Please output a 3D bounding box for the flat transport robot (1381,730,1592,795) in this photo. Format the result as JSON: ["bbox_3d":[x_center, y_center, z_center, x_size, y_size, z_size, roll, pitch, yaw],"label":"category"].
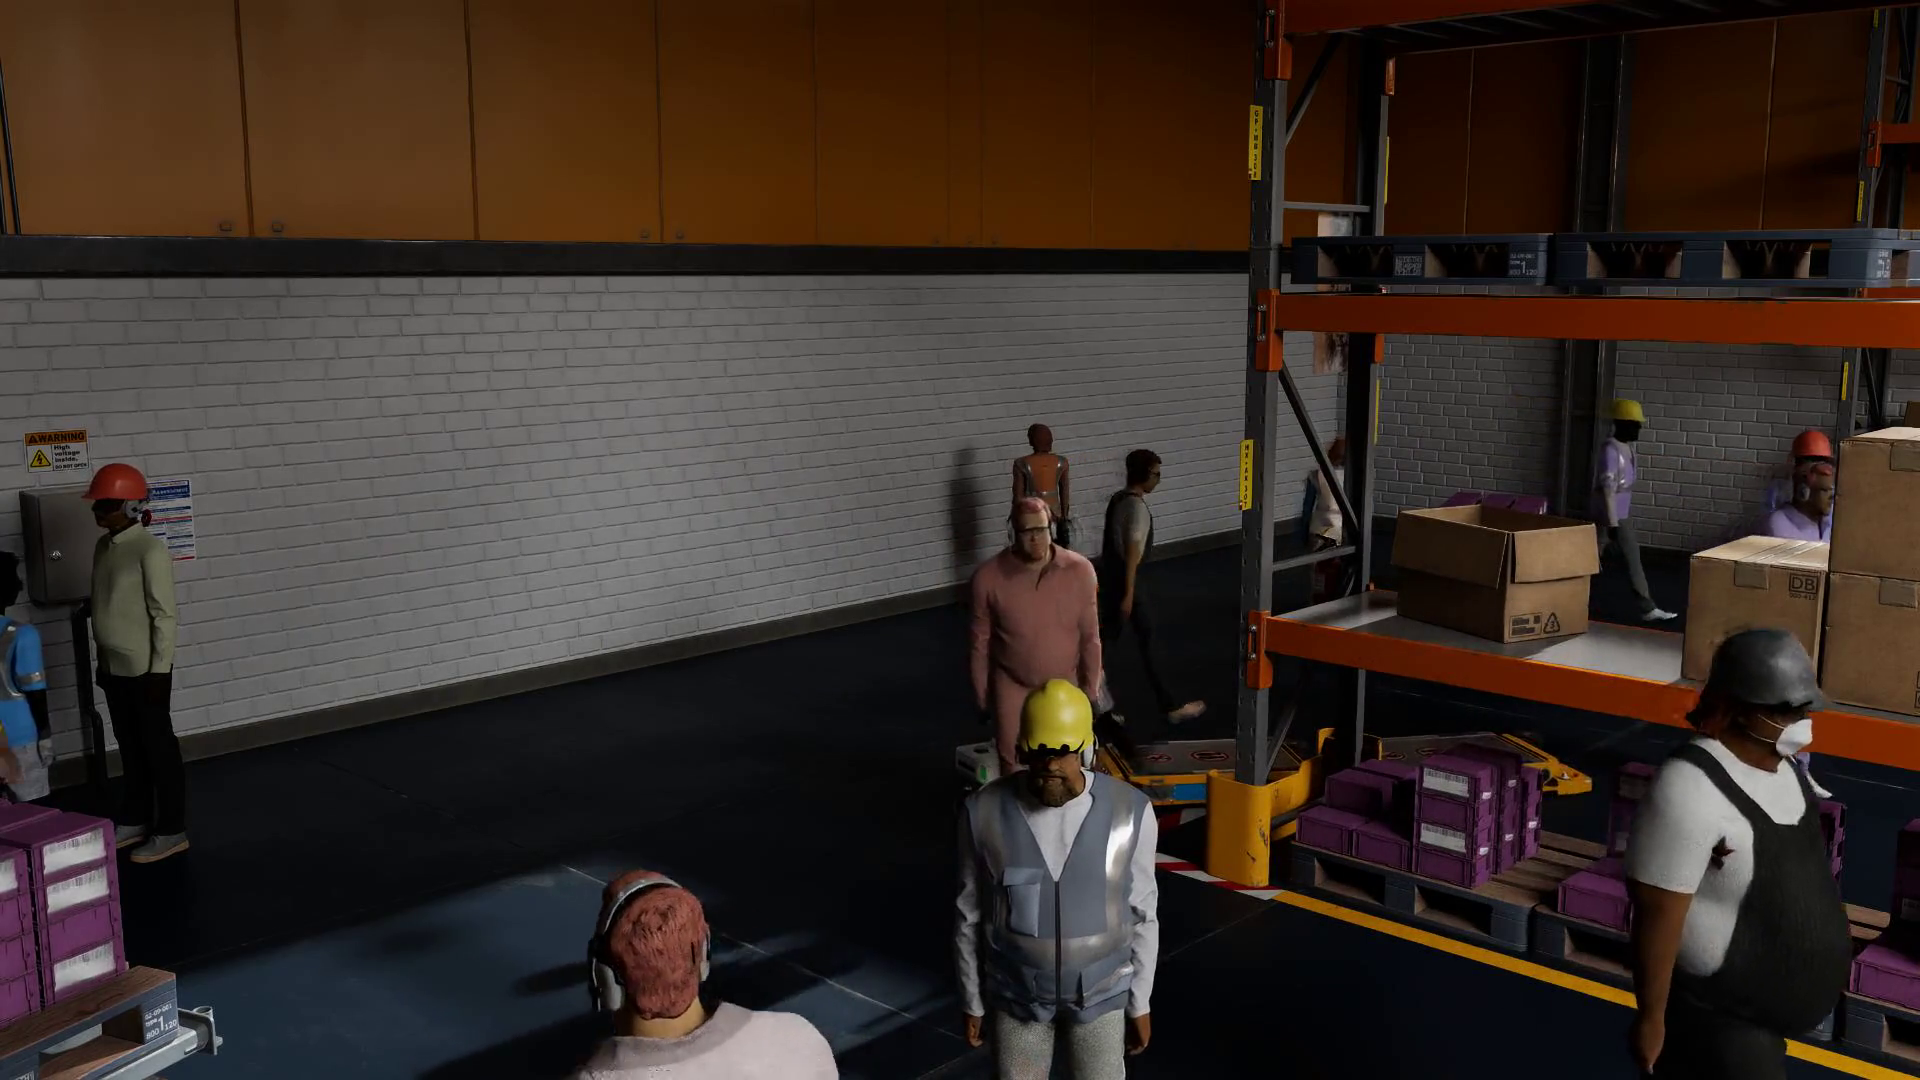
[{"bbox_3d":[2.761,1.287,9.431,1.431,0.197,0.652,-2,10,-12],"label":"flat transport robot"}]

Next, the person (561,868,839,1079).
[{"bbox_3d":[-0.491,1.529,3.064,0.638,1.872,0.894,-5,11,-29],"label":"person"}]

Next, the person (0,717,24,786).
[{"bbox_3d":[-4.121,0.934,6.861,0.439,1.824,0.569,-2,10,-15],"label":"person"}]

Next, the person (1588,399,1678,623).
[{"bbox_3d":[5.480,-0.241,13.895,1.014,1.875,0.610,8,12,39],"label":"person"}]

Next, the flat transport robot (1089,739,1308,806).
[{"bbox_3d":[1.320,1.306,9.317,1.431,0.197,0.652,-1,9,-7],"label":"flat transport robot"}]

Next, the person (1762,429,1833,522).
[{"bbox_3d":[5.467,0.236,10.834,0.584,1.914,0.604,2,9,11],"label":"person"}]

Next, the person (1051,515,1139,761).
[{"bbox_3d":[0.655,0.656,9.076,0.886,1.643,0.579,-5,11,-28],"label":"person"}]

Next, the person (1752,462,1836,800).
[{"bbox_3d":[4.646,0.489,9.356,0.645,1.891,0.587,-5,11,-29],"label":"person"}]

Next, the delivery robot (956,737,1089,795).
[{"bbox_3d":[0.338,1.189,8.880,0.707,0.478,0.477,-5,10,-28],"label":"delivery robot"}]

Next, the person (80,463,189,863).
[{"bbox_3d":[-4.146,0.606,8.333,0.611,1.997,0.375,6,11,33],"label":"person"}]

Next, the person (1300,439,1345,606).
[{"bbox_3d":[3.027,-0.036,13.501,0.547,1.576,0.867,4,10,24],"label":"person"}]

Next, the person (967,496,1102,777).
[{"bbox_3d":[0.343,0.701,8.091,0.644,1.884,0.684,-2,9,-12],"label":"person"}]

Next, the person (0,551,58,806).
[{"bbox_3d":[-4.310,0.891,7.501,0.535,1.697,0.322,3,10,18],"label":"person"}]

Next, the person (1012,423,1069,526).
[{"bbox_3d":[0.687,-0.172,14.180,0.515,1.645,0.309,-3,10,-15],"label":"person"}]

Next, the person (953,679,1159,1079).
[{"bbox_3d":[0.272,1.278,4.757,0.585,1.824,0.405,1,9,3],"label":"person"}]

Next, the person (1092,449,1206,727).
[{"bbox_3d":[1.181,0.314,10.716,0.913,1.797,0.517,-2,10,-15],"label":"person"}]
